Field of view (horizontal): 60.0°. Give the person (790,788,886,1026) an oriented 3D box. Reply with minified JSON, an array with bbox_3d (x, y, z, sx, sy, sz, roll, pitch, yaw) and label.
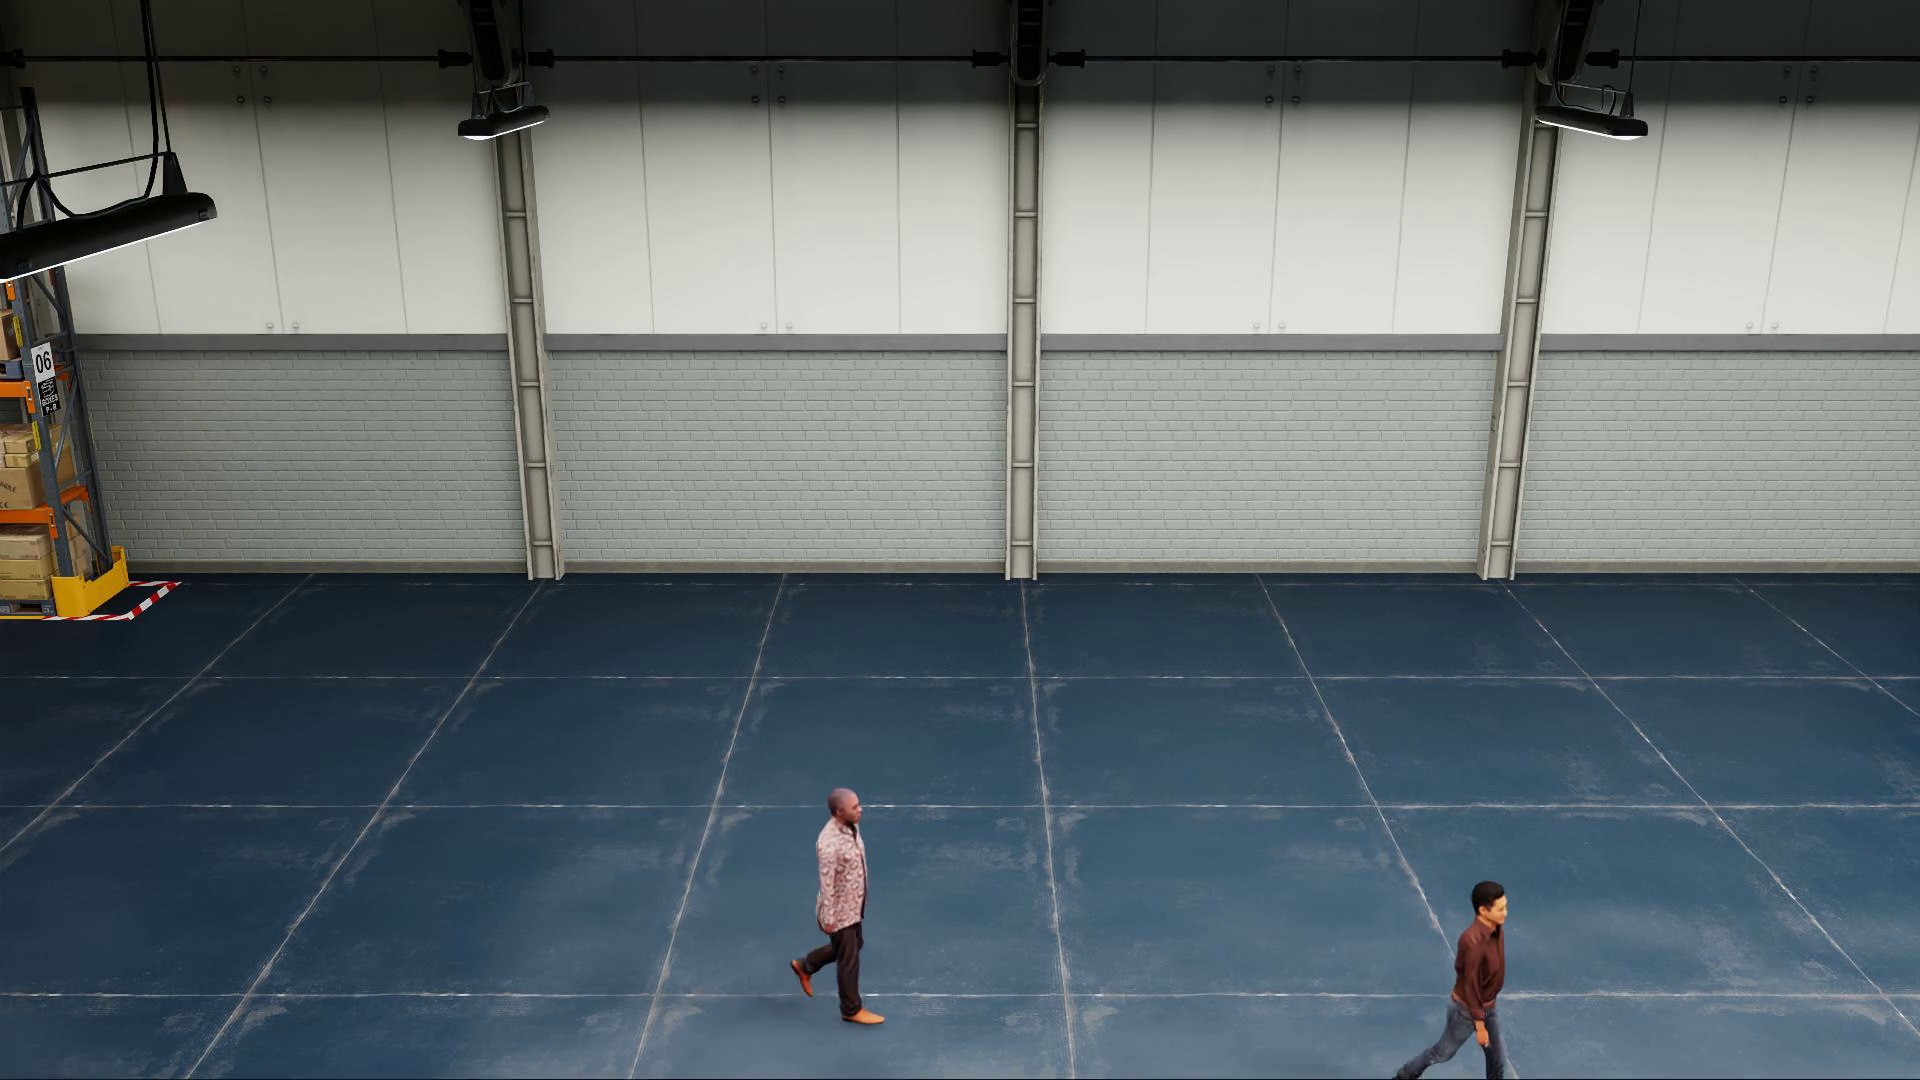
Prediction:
[{"bbox_3d":[-0.912,2.562,11.672,1.065,1.784,0.849,5,19,16],"label":"person"}]

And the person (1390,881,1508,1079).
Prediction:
[{"bbox_3d":[3.148,2.956,10.535,1.226,1.739,1.138,16,24,39],"label":"person"}]
